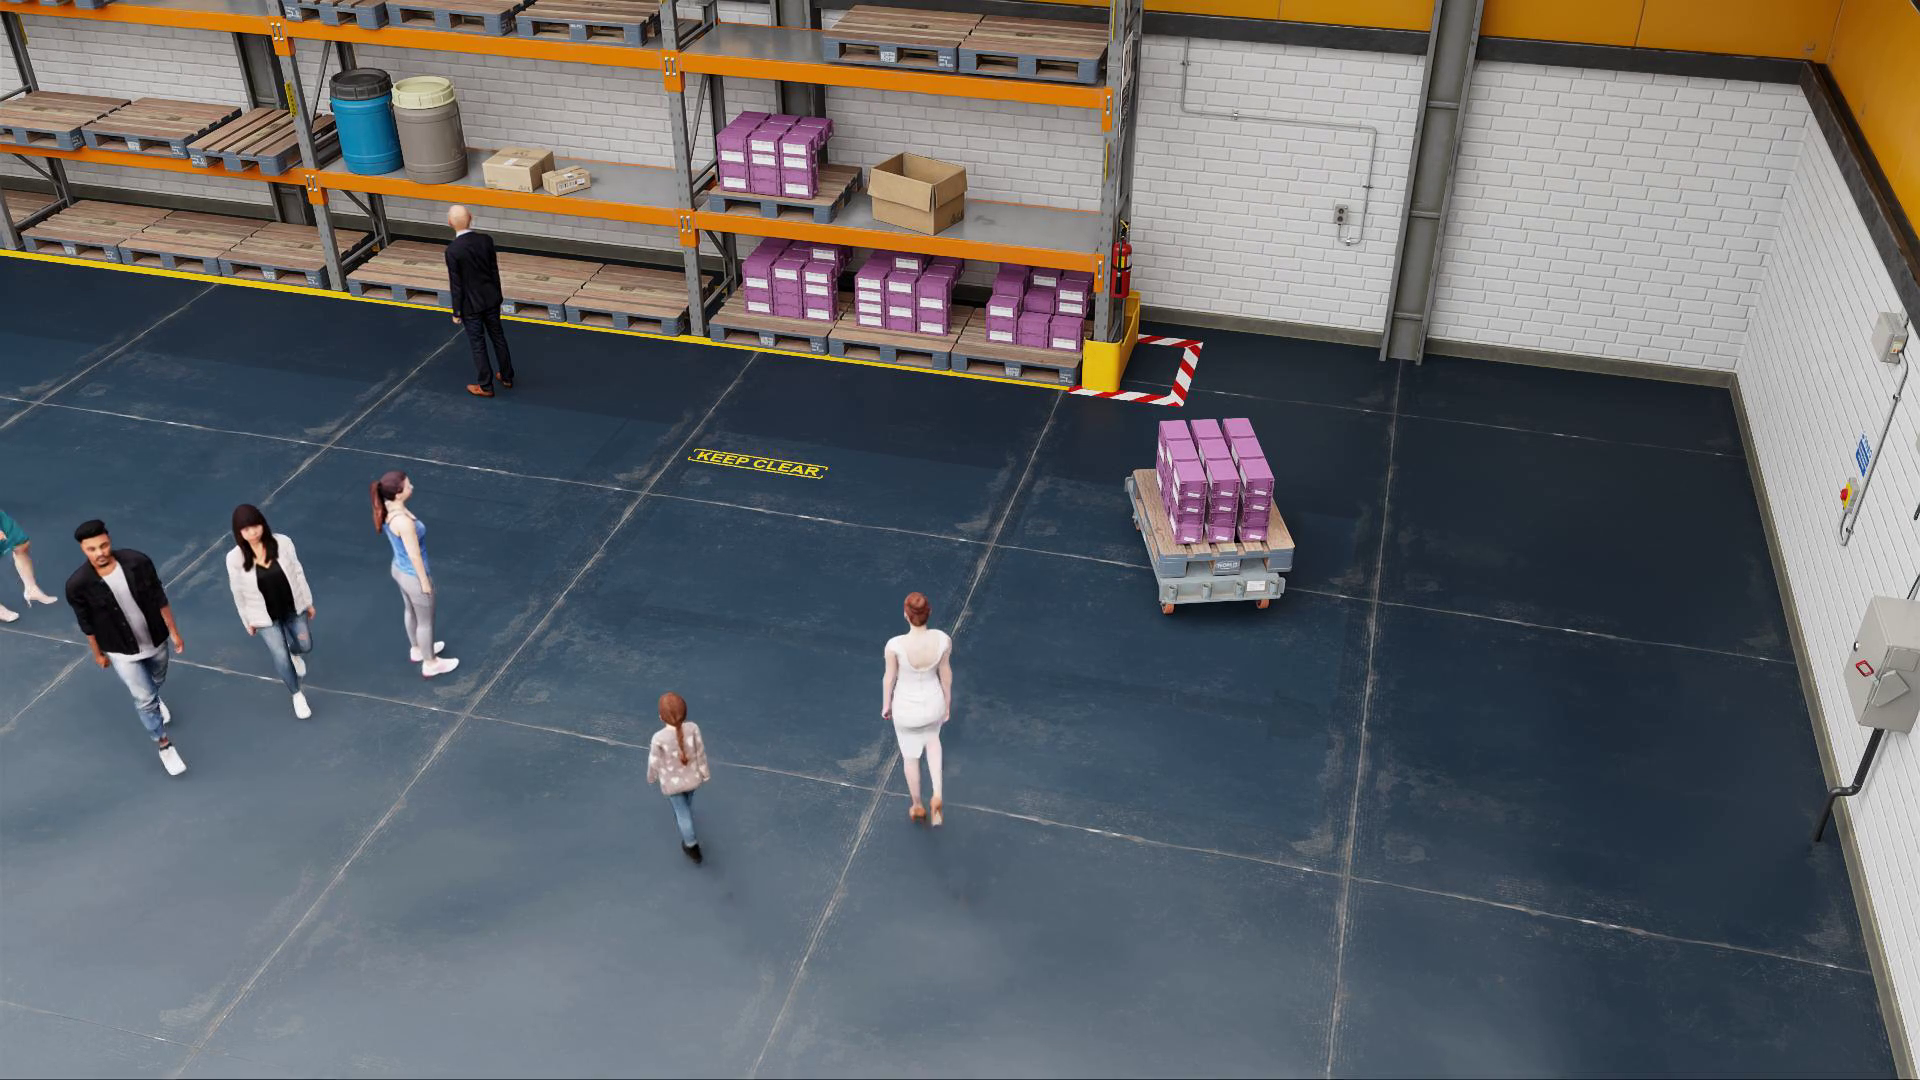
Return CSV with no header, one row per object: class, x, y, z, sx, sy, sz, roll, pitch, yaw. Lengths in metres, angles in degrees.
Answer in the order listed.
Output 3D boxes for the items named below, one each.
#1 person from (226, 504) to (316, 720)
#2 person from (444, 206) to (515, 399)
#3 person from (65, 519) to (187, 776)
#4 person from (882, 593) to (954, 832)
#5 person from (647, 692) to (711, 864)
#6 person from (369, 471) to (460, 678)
person,-4.623,0.422,11.213,0.871,1.628,0.948,-22,39,-29
person,-4.317,-2.136,14.910,0.751,1.796,0.762,26,42,34
person,-5.398,0.586,10.828,1.078,1.781,1.259,-28,43,-35
person,-0.230,1.099,10.055,0.772,1.783,0.814,-9,35,-14
person,-1.674,1.465,10.060,0.793,1.168,0.851,-17,37,-24
person,-3.803,0.224,11.529,0.725,1.608,0.648,-23,40,-31
